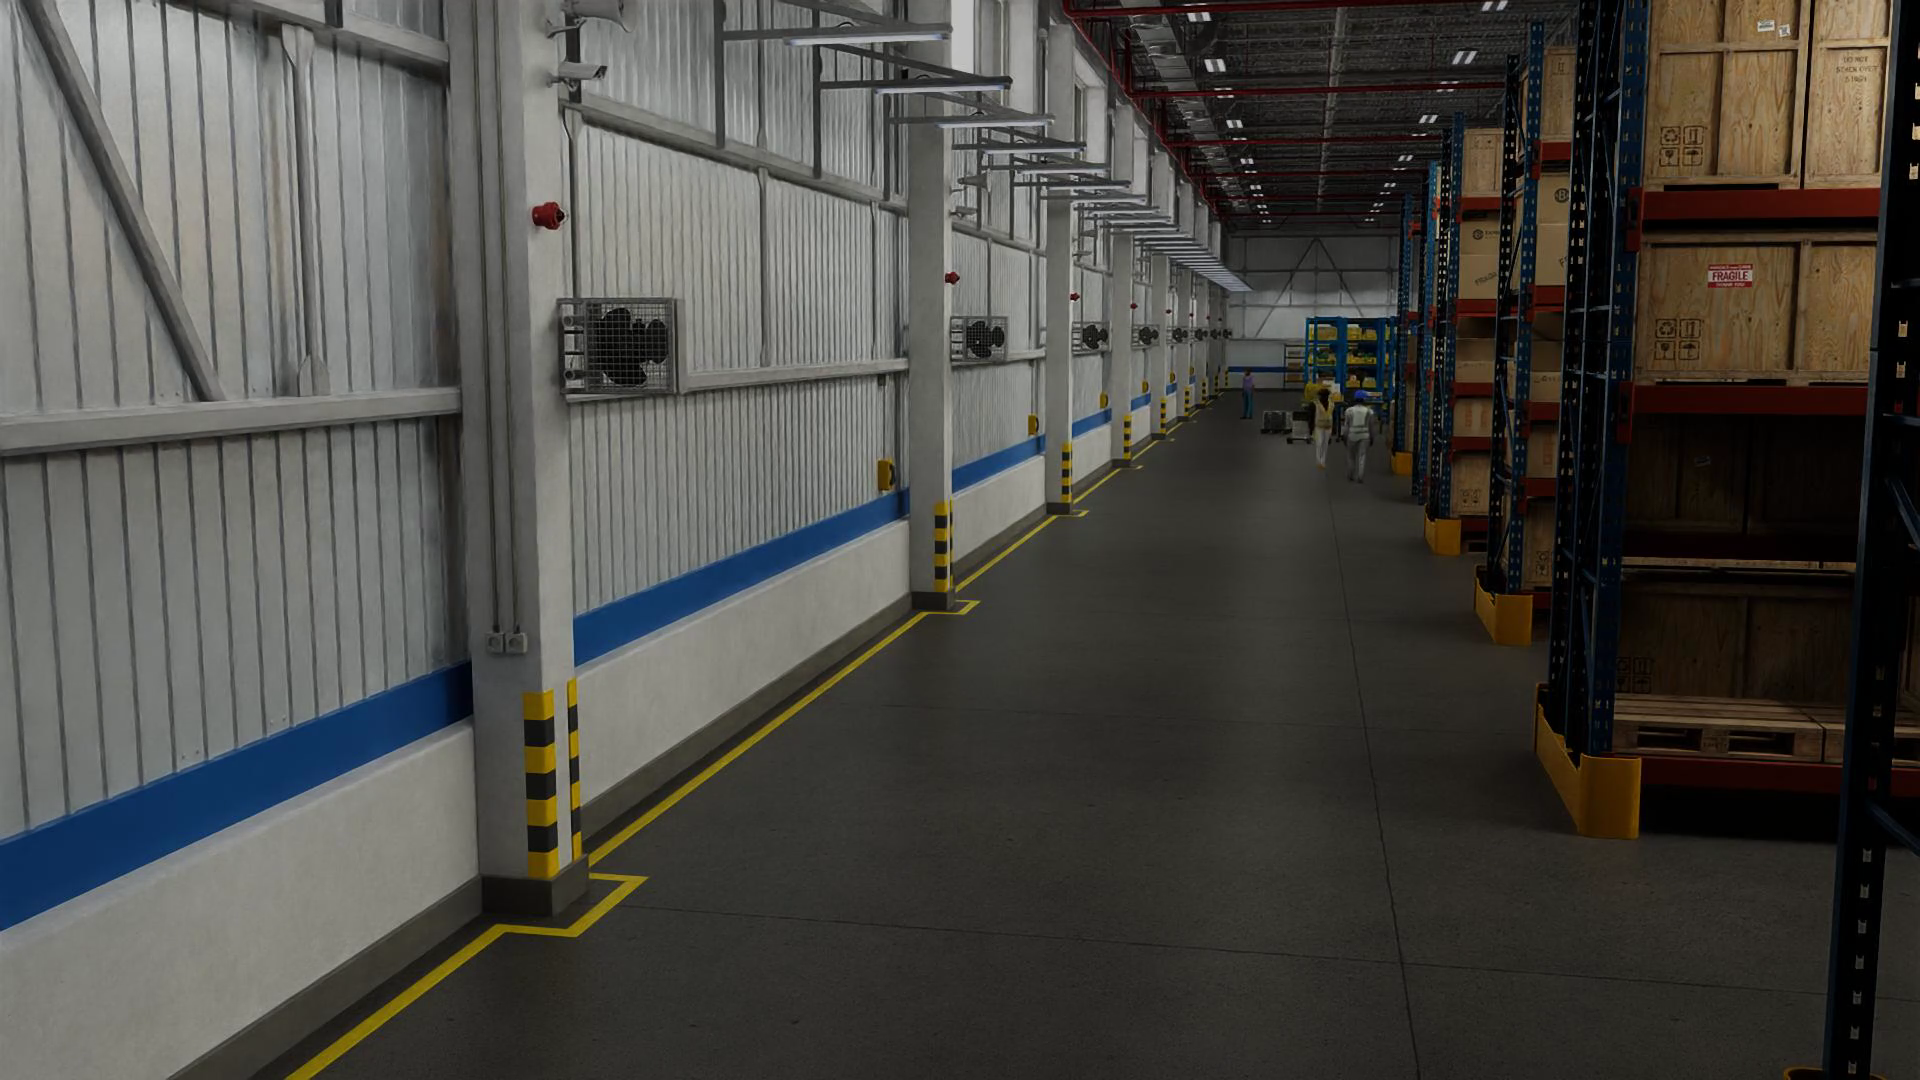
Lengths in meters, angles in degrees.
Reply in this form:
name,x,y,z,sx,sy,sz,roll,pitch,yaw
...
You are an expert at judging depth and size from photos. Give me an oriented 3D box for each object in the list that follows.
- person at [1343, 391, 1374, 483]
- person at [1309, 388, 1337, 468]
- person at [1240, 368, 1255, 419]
name,x,y,z,sx,sy,sz,roll,pitch,yaw
person,8.234,-2.123,34.323,0.637,1.896,1.017,1,7,6
person,8.302,-2.526,37.784,0.654,1.825,0.634,-2,7,-18
person,10.291,-5.224,59.356,0.388,1.838,0.563,-4,8,-30
